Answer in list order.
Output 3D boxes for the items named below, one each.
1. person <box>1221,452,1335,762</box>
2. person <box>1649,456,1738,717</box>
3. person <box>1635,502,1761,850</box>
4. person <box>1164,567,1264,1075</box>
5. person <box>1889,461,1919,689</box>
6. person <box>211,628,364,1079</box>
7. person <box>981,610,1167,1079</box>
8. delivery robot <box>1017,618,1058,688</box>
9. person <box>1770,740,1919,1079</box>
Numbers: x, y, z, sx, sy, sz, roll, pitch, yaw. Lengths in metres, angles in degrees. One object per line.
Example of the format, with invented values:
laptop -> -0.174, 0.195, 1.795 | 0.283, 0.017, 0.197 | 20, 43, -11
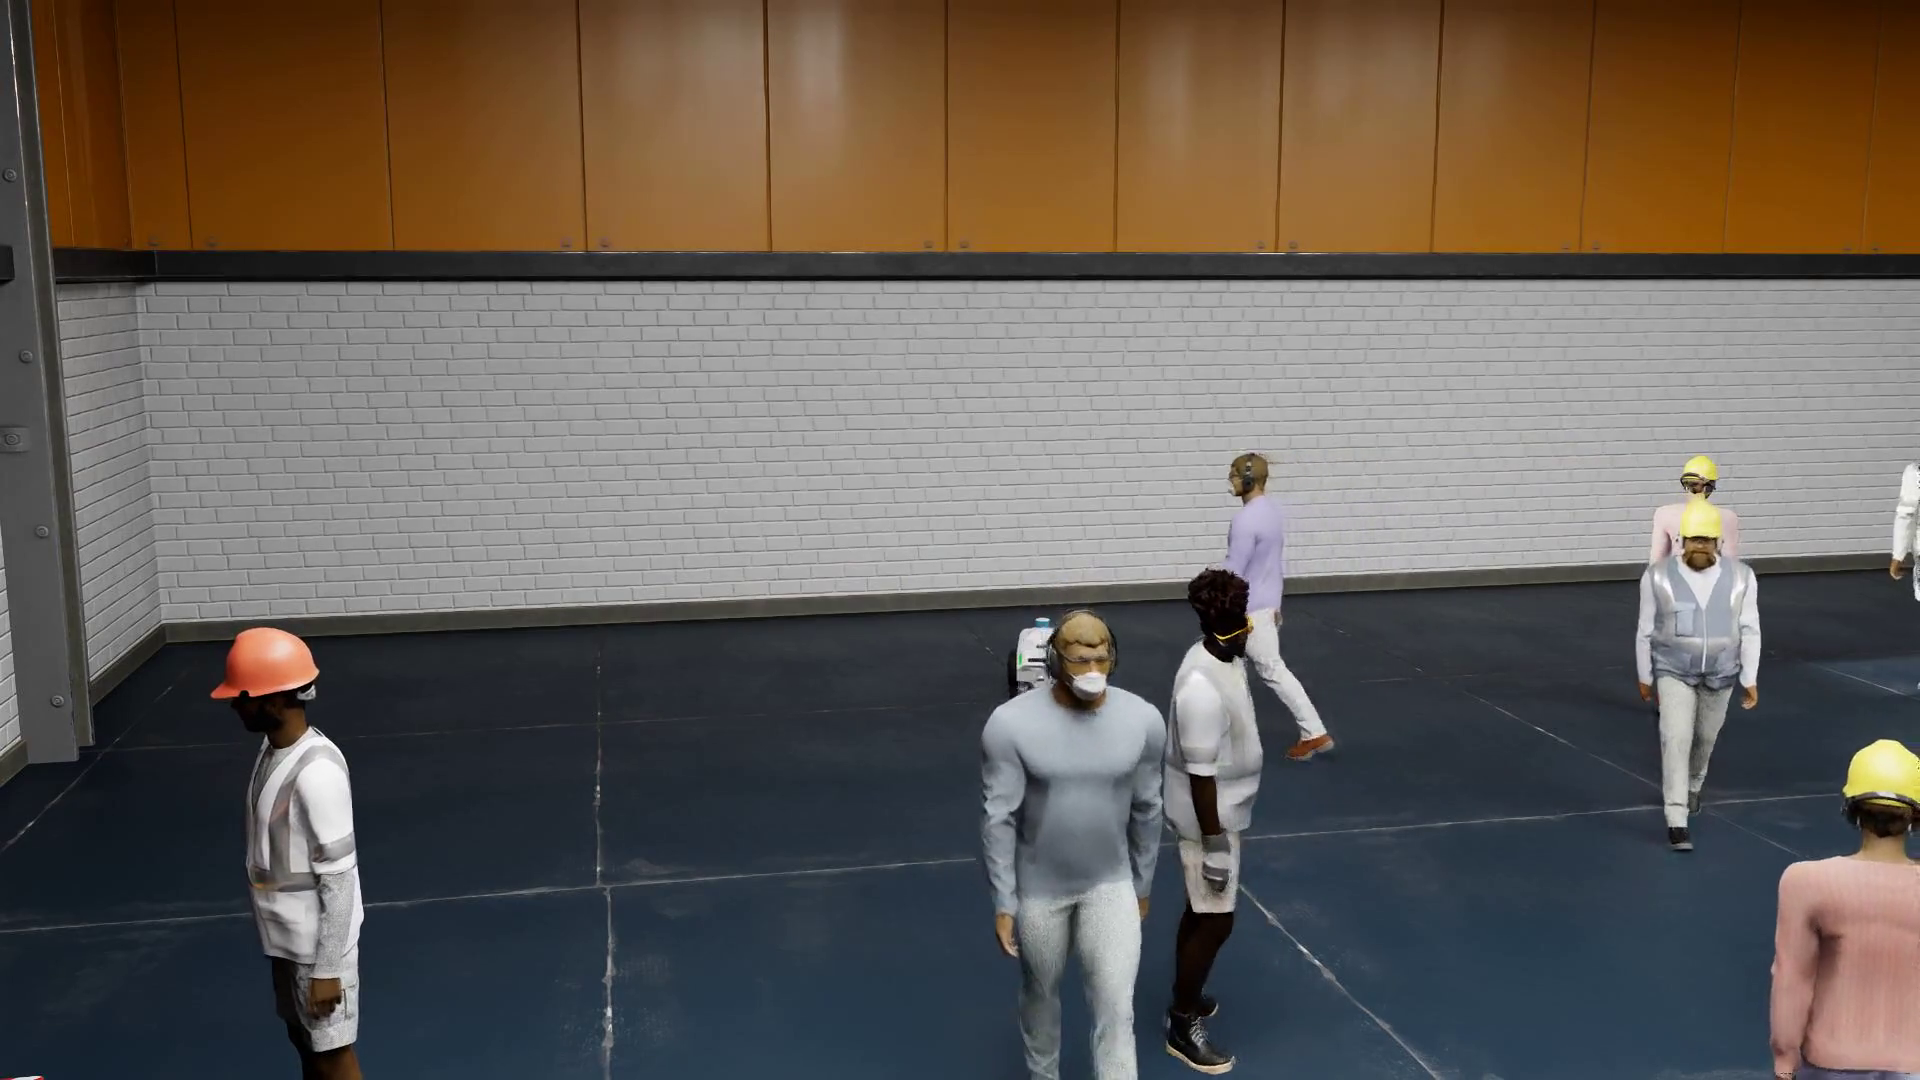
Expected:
person -> 1.834, 0.406, 10.182 | 1.025, 1.900, 0.626 | 3, 10, 18
person -> 4.861, 0.322, 11.054 | 0.534, 1.766, 0.310 | 5, 10, 26
person -> 3.904, 0.671, 8.844 | 0.582, 1.799, 0.910 | 2, 10, 12
person -> 0.953, 1.028, 6.326 | 0.386, 1.932, 0.725 | 2, 10, 12
person -> 6.824, 0.121, 11.567 | 0.618, 2.002, 0.908 | 8, 12, 41
person -> -2.037, 1.212, 5.116 | 0.376, 1.933, 0.545 | -7, 12, -36
person -> 0.383, 1.170, 5.471 | 0.632, 1.890, 0.999 | -1, 9, -5
delivery robot -> 0.575, 0.788, 11.606 | 0.477, 0.478, 0.707 | 1, 9, 4
person -> 2.520, 1.401, 4.608 | 0.525, 1.717, 0.920 | 4, 10, 25
